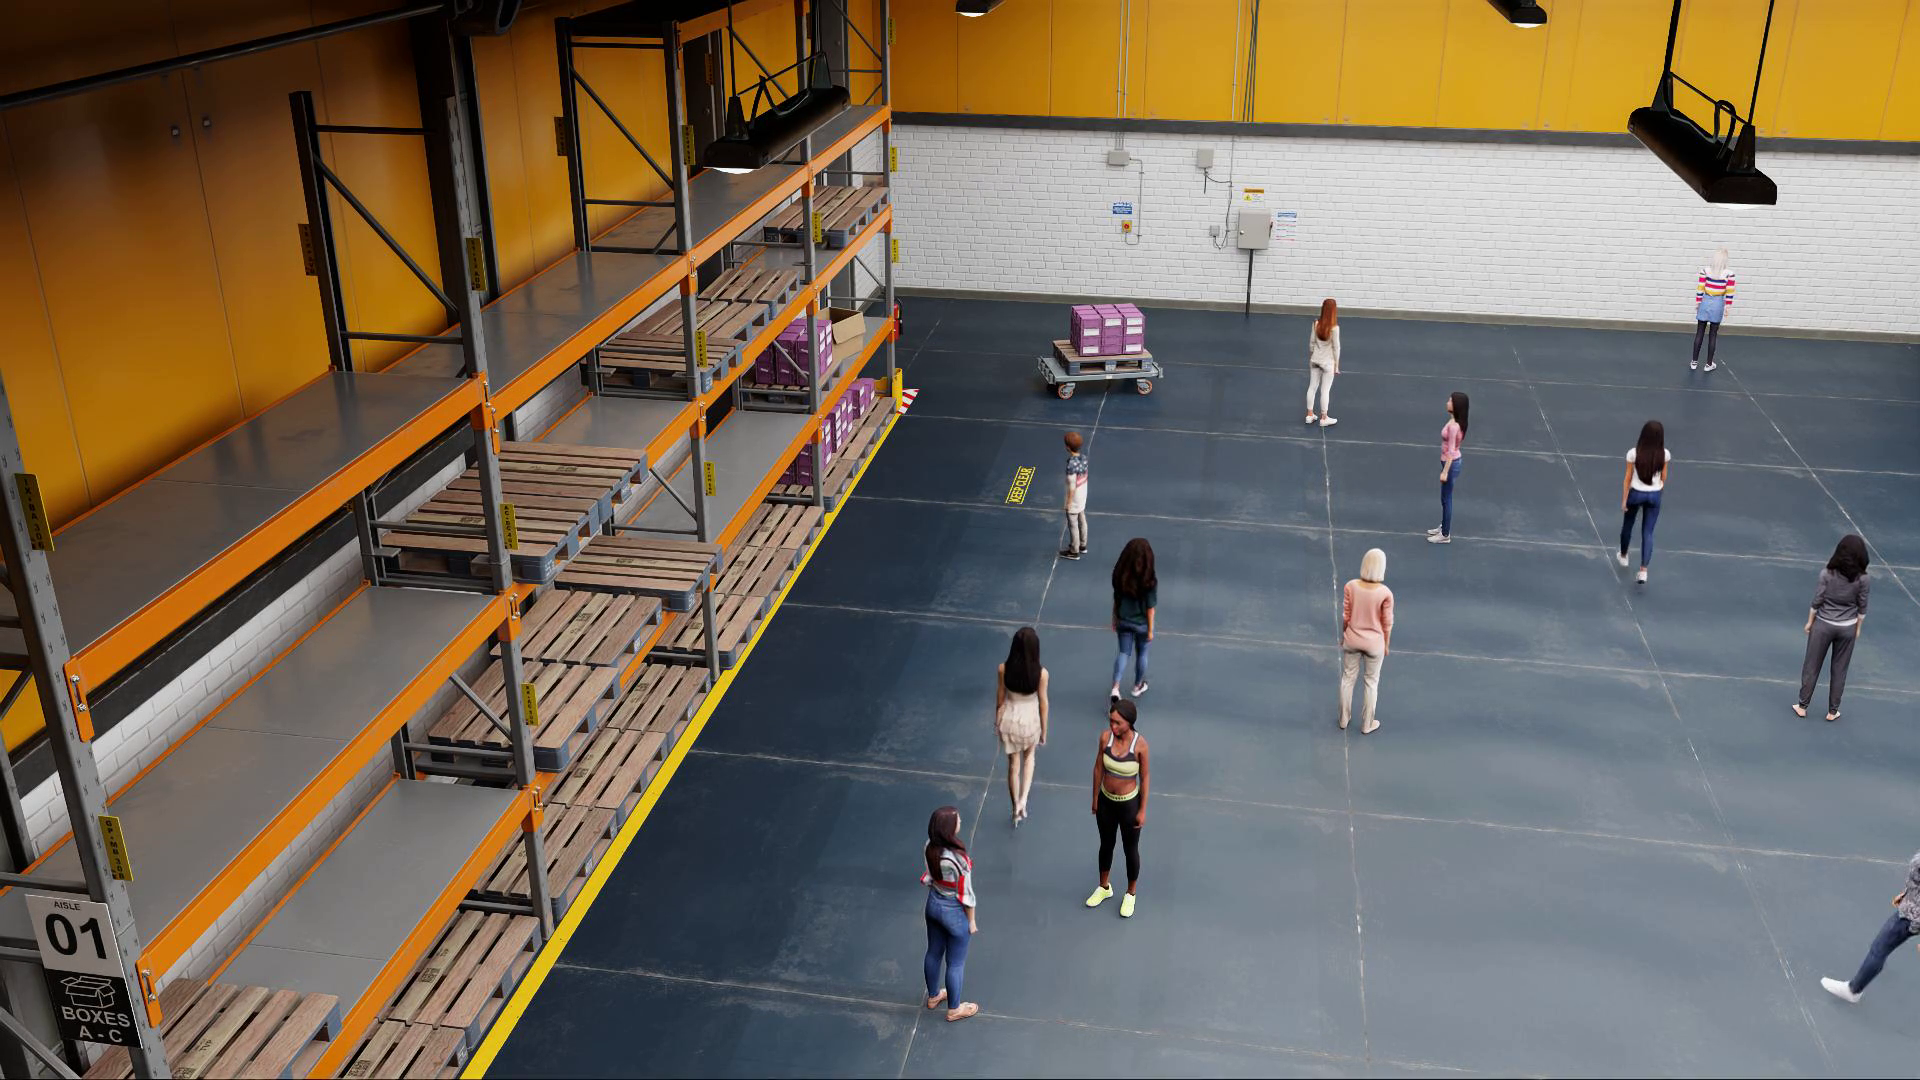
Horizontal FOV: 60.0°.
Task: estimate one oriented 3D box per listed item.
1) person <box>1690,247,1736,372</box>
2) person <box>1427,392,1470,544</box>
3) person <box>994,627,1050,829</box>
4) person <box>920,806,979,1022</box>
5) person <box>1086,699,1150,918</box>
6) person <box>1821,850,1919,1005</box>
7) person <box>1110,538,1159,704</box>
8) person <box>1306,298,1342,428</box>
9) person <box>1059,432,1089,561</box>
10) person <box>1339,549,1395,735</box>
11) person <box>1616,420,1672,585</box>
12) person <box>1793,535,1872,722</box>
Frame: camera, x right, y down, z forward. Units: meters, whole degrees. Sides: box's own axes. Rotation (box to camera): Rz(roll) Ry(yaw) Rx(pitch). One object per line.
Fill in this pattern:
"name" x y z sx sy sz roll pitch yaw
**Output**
"person" 10.950 -3.378 24.240 0.718 1.808 0.667 15 28 31
"person" 5.438 -0.817 18.464 0.655 1.742 0.491 8 25 17
"person" 0.463 1.529 13.120 0.610 1.725 0.606 2 24 6
"person" -0.083 2.472 11.102 0.697 1.613 0.670 -21 31 -39
"person" 1.177 1.933 12.160 0.622 1.754 0.597 12 26 25
"person" 6.455 2.517 10.915 1.144 1.681 1.236 20 31 38
"person" 1.534 0.765 15.020 0.769 1.602 0.973 12 27 26
"person" 4.805 -2.356 22.026 0.722 1.710 0.694 -21 31 -40
"person" 1.262 -0.498 18.114 0.638 1.439 0.516 14 27 29
"person" 3.551 0.878 14.610 0.666 1.724 0.631 13 27 26
"person" 7.197 -0.371 17.452 0.647 1.736 1.132 6 24 13
"person" 7.772 0.780 14.784 0.639 1.765 0.584 10 25 21
